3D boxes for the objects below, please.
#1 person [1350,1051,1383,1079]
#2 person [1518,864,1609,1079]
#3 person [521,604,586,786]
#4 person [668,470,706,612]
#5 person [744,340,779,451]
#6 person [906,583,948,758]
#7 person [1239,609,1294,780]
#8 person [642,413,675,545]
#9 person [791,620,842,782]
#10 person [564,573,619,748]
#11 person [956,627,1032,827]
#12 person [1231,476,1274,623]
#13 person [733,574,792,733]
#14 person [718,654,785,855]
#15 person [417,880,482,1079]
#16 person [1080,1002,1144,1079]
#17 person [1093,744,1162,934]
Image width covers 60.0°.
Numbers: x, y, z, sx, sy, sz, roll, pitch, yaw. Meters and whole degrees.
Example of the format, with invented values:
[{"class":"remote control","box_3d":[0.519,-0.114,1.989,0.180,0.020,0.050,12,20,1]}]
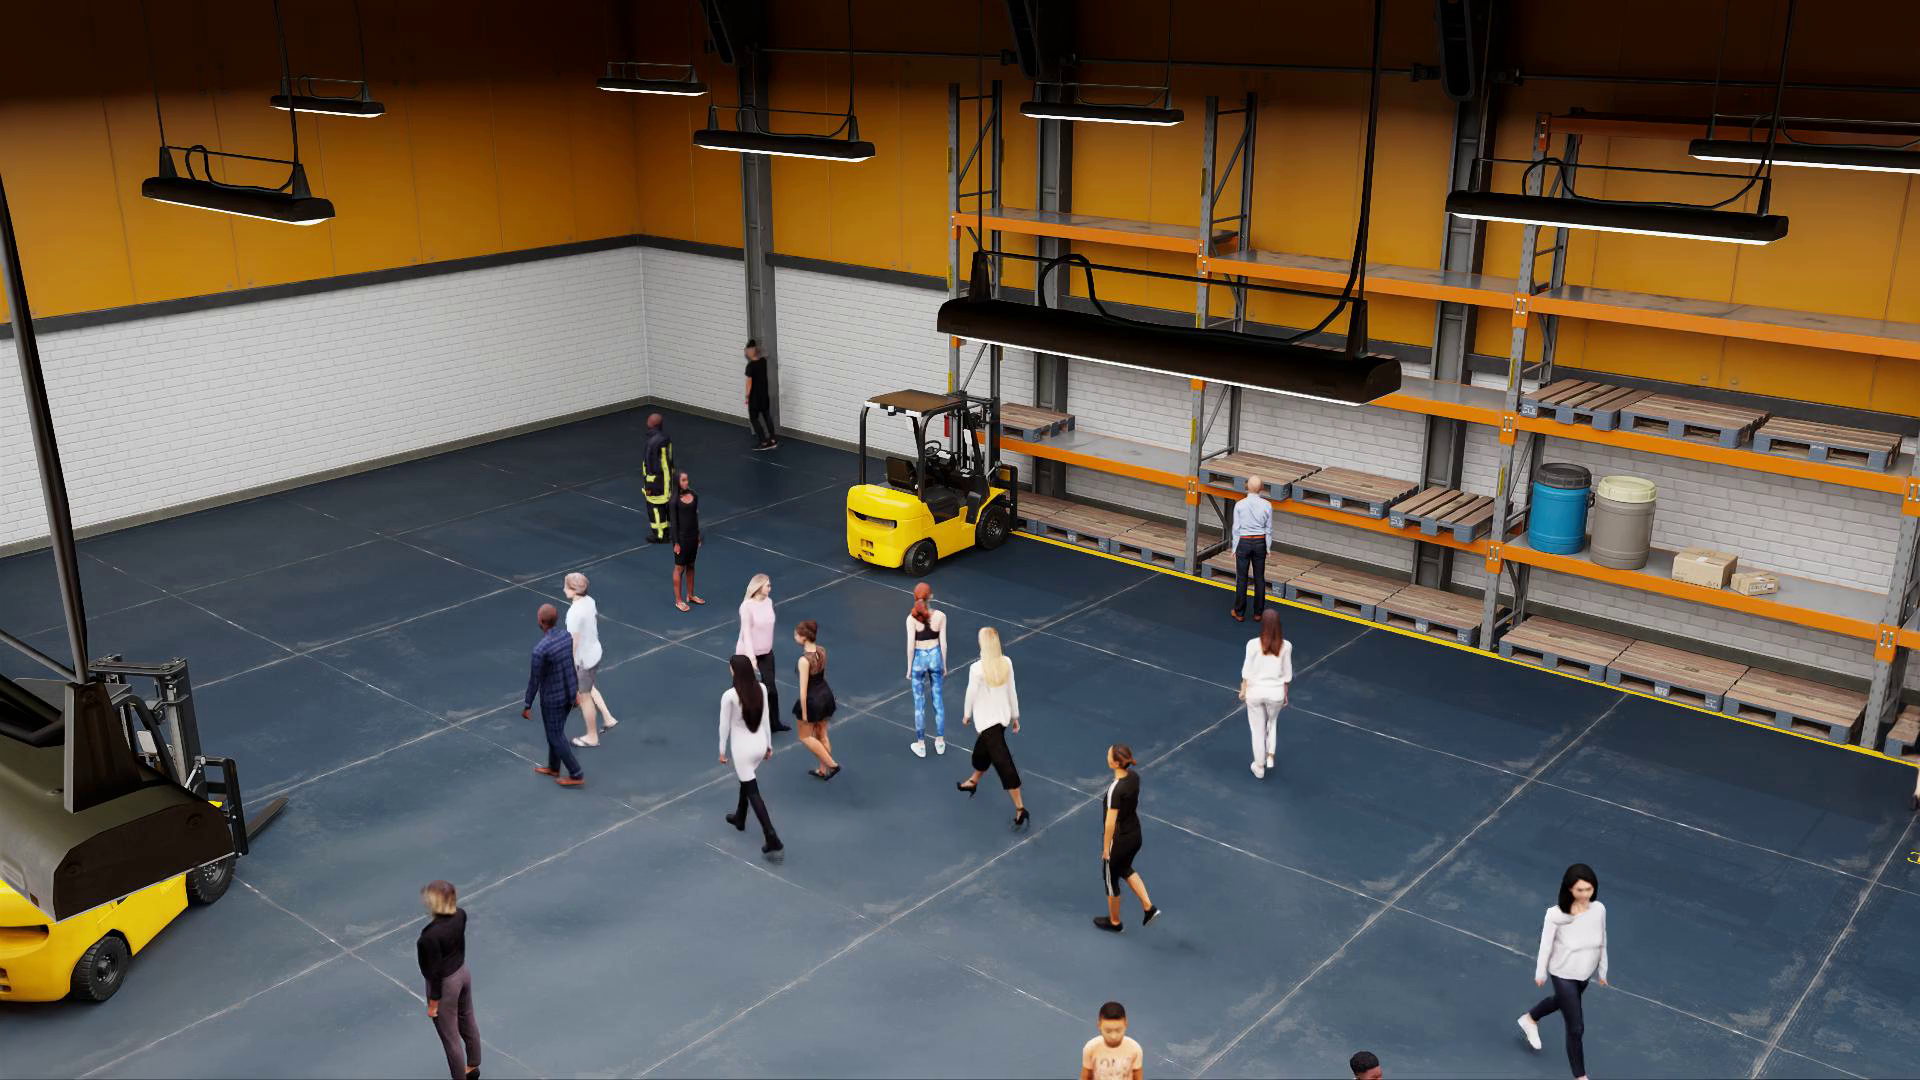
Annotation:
[{"class":"person","box_3d":[2.422,3.643,10.062,0.495,1.261,0.485,17,25,40]},{"class":"person","box_3d":[4.163,2.953,11.489,1.018,1.658,1.227,-6,20,-18]},{"class":"person","box_3d":[-3.728,1.481,15.648,0.955,1.793,0.815,8,20,22]},{"class":"person","box_3d":[-3.341,-0.015,20.206,0.543,1.721,0.635,12,22,31]},{"class":"person","box_3d":[-3.225,-2.356,26.965,0.627,1.843,0.906,17,25,42]},{"class":"person","box_3d":[-0.327,1.262,16.310,0.669,1.785,0.714,-5,19,-15]},{"class":"person","box_3d":[2.927,1.487,15.816,0.718,1.675,0.774,-2,19,-7]},{"class":"person","box_3d":[-4.004,-0.826,22.473,1.037,1.810,0.958,3,19,9]},{"class":"person","box_3d":[-1.315,1.550,15.636,0.739,1.670,0.643,14,23,35]},{"class":"person","box_3d":[-3.633,1.187,16.475,0.873,1.822,0.825,3,19,8]},{"class":"person","box_3d":[0.366,1.730,14.911,0.716,1.792,1.271,-15,24,-38]},{"class":"person","box_3d":[3.462,0.099,19.755,0.720,1.792,0.795,0,19,0]},{"class":"person","box_3d":[-2.146,1.140,16.910,0.716,1.634,1.102,-16,24,-39]},{"class":"person","box_3d":[-1.796,1.891,14.475,0.745,1.765,1.207,-16,25,-40]},{"class":"person","box_3d":[-3.429,3.038,11.215,0.680,1.672,0.677,4,19,11]},{"class":"person","box_3d":[0.947,3.466,10.284,0.636,1.455,0.717,2,19,5]},{"class":"person","box_3d":[1.361,2.391,13.167,0.783,1.651,0.594,13,23,35]}]
